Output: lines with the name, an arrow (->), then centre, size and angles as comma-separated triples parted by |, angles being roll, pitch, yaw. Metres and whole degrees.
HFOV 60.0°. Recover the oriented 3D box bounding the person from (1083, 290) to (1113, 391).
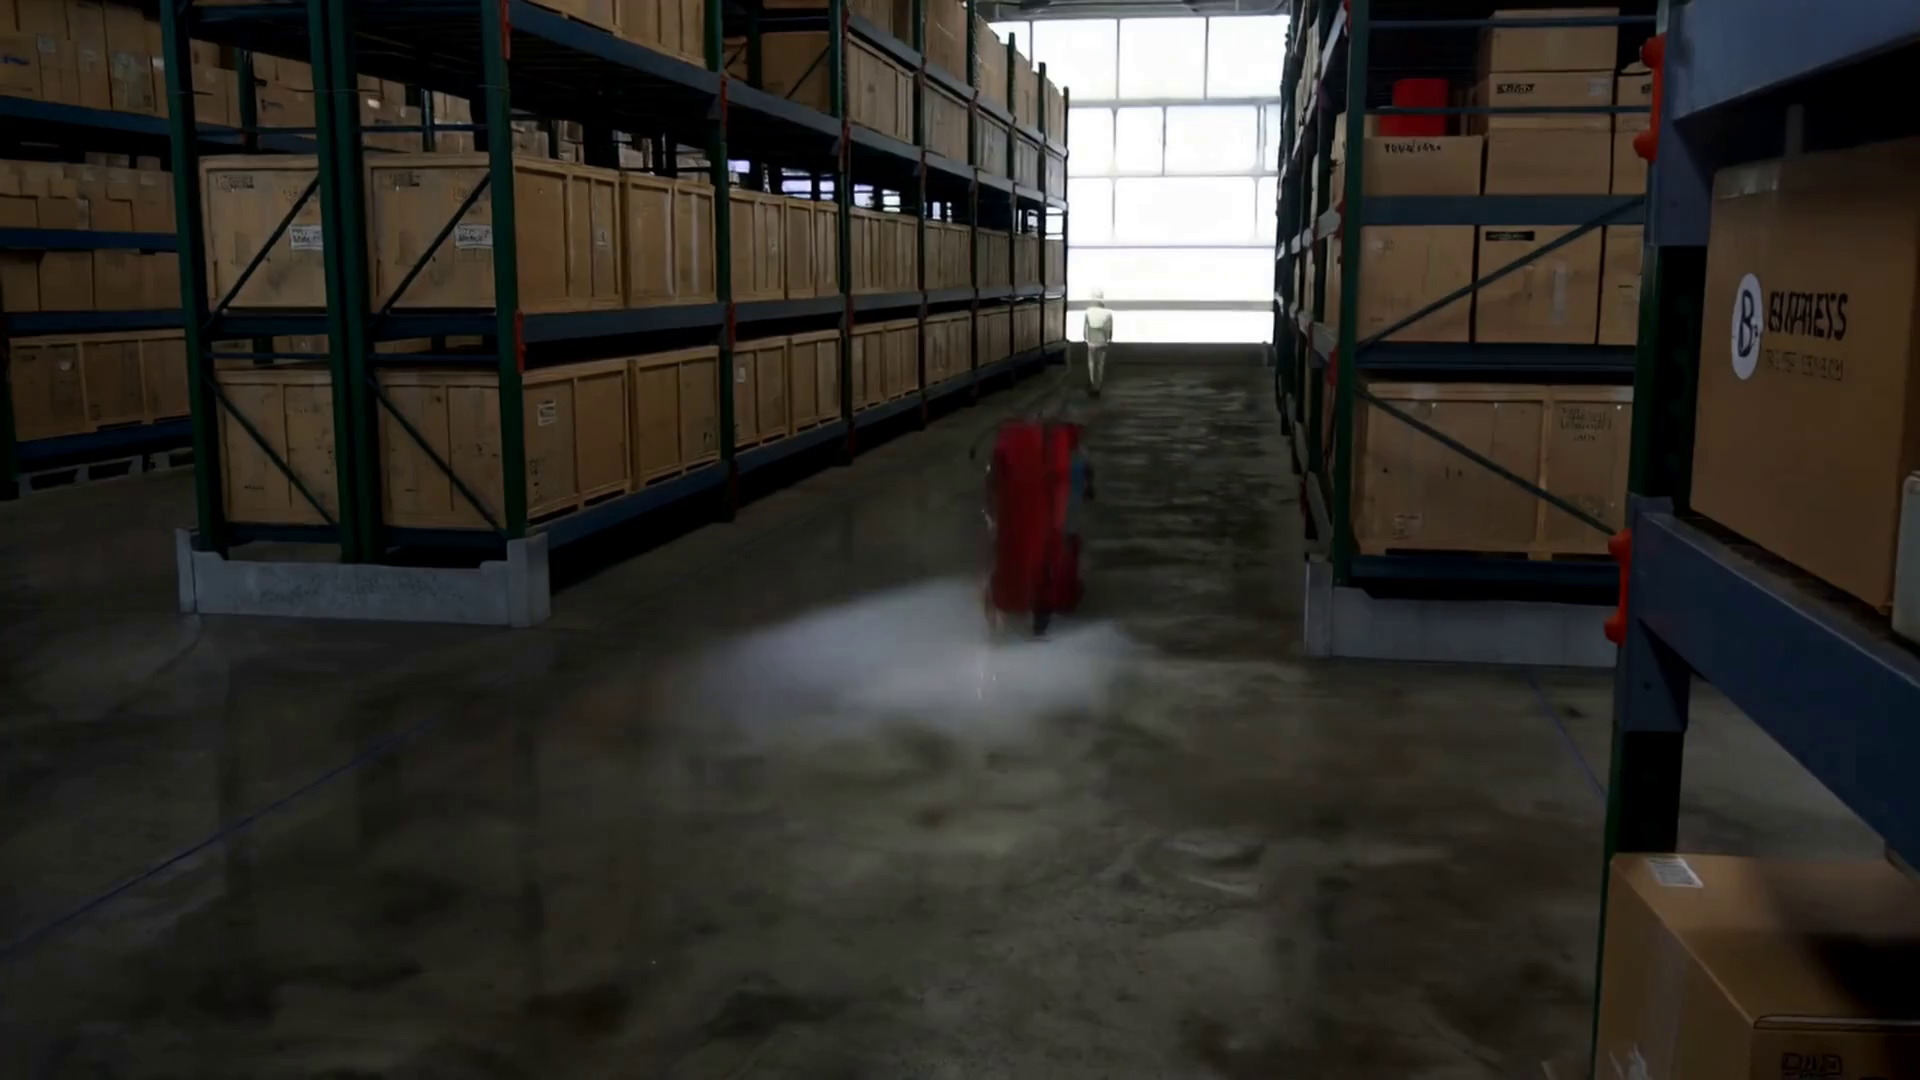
person -> 2.328, -3.352, 28.032 | 0.506, 1.726, 0.532 | 0, 9, 3
